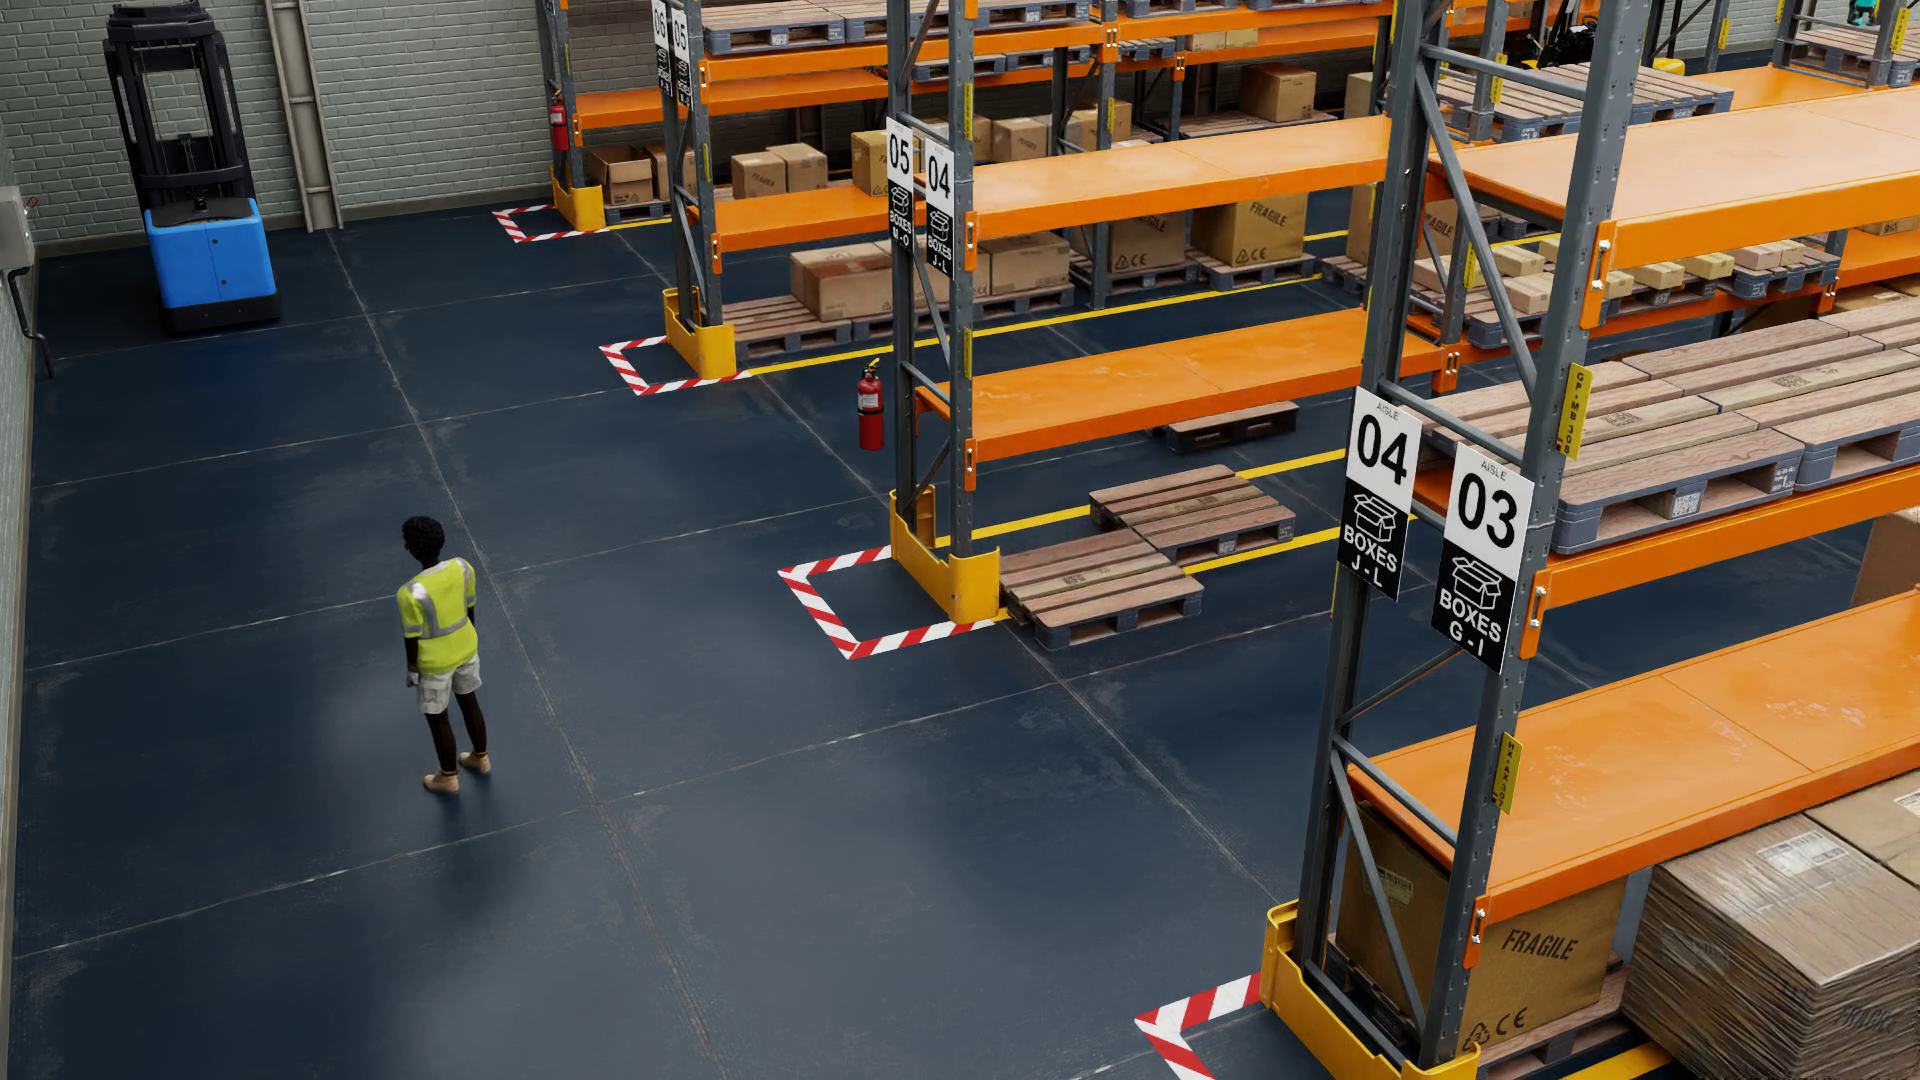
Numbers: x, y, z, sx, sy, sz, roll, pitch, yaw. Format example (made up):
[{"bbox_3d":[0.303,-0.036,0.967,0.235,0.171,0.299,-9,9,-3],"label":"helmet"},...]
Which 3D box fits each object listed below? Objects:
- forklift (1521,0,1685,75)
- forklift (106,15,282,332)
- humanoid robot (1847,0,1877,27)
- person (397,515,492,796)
[{"bbox_3d":[8.950,-6.807,23.056,1.214,2.155,2.313,-12,30,-22],"label":"forklift"},{"bbox_3d":[-7.548,-3.672,16.323,1.129,2.768,1.873,-12,30,-22],"label":"forklift"},{"bbox_3d":[14.286,-8.170,26.137,0.957,1.733,0.533,-17,32,-29],"label":"humanoid robot"},{"bbox_3d":[-2.887,0.642,9.330,0.320,1.685,0.540,14,31,25],"label":"person"}]
